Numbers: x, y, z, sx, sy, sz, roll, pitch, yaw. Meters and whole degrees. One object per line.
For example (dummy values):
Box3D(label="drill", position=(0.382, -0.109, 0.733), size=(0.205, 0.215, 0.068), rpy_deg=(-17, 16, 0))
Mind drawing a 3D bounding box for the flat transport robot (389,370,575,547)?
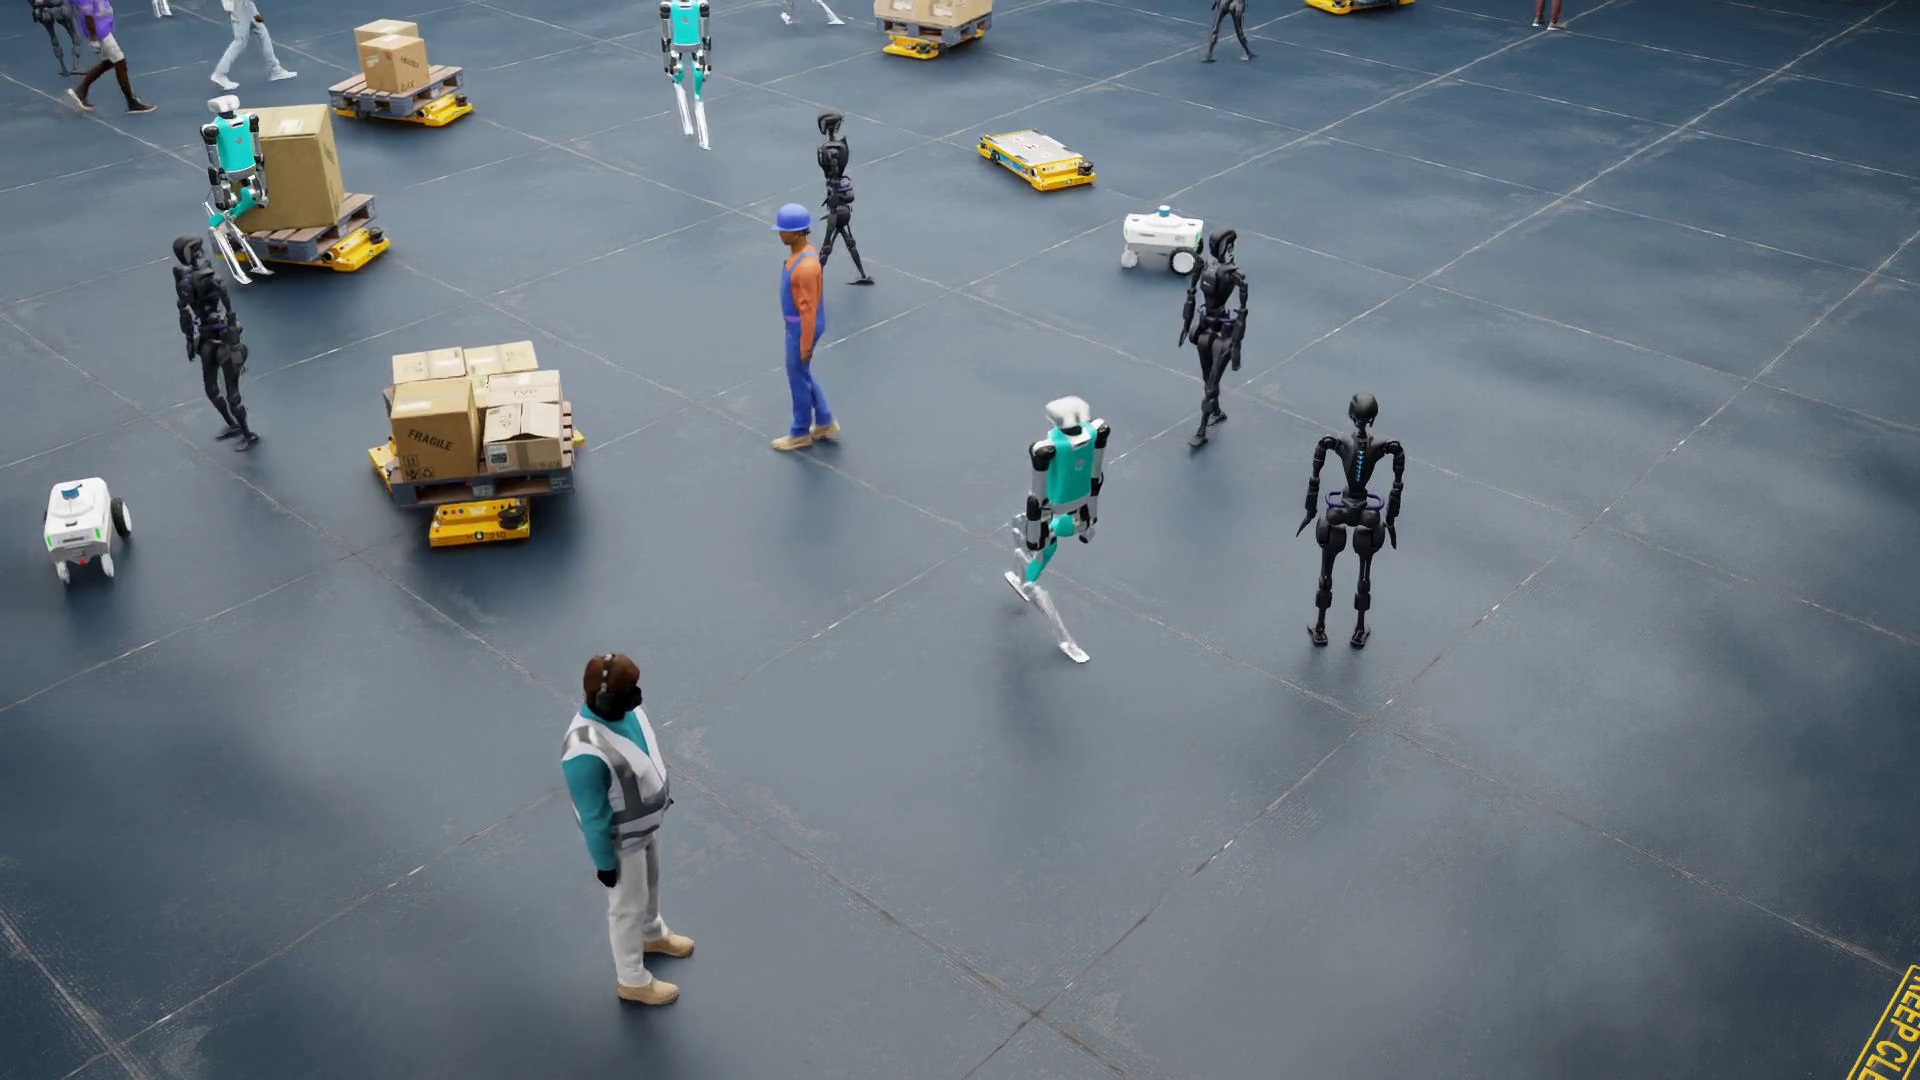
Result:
Box3D(label="flat transport robot", position=(-3.346, -0.423, 11.836), size=(0.659, 0.231, 1.431), rpy_deg=(-6, 32, -10))

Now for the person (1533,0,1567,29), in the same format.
Box3D(label="person", position=(8.002, -7.766, 22.196), size=(0.373, 1.809, 0.552), rpy_deg=(-20, 37, -29))

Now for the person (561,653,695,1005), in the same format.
Box3D(label="person", position=(-1.520, 1.290, 7.596), size=(0.429, 1.835, 0.644), rpy_deg=(5, 32, 8))

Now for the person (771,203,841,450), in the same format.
Box3D(label="person", position=(-1.152, -1.537, 12.086), size=(0.527, 1.902, 0.533), rpy_deg=(-6, 32, -10))

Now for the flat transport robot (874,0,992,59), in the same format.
Box3D(label="flat transport robot", position=(-0.330, -6.571, 21.735), size=(0.659, 0.231, 1.431), rpy_deg=(18, 36, 26))

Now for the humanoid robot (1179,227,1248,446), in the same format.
Box3D(label="humanoid robot", position=(1.847, -1.520, 12.281), size=(0.656, 1.636, 0.598), rpy_deg=(-25, 40, -35))

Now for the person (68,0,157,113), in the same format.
Box3D(label="person", position=(-9.854, -5.788, 18.899), size=(0.813, 1.938, 0.610), rpy_deg=(-14, 34, -21))

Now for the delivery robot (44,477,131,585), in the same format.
Box3D(label="delivery robot", position=(-5.847, -0.103, 11.065), size=(0.499, 0.611, 0.814), rpy_deg=(-11, 34, -18))

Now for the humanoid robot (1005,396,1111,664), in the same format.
Box3D(label="humanoid robot", position=(0.456, -0.166, 10.099), size=(0.546, 1.778, 1.051), rpy_deg=(-21, 37, -30))

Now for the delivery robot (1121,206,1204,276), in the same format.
Box3D(label="delivery robot", position=(1.901, -2.779, 15.368), size=(0.781, 0.605, 0.499), rpy_deg=(7, 33, 11))

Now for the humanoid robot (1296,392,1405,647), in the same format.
Box3D(label="humanoid robot", position=(2.343, -0.123, 10.002), size=(0.599, 1.659, 0.315), rpy_deg=(5, 32, 9))

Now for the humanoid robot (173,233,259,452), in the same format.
Box3D(label="humanoid robot", position=(-5.443, -1.450, 12.152), size=(0.583, 1.653, 0.328), rpy_deg=(14, 35, 22))

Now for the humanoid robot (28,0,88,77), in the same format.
Box3D(label="humanoid robot", position=(-11.067, -6.474, 20.251), size=(0.603, 1.646, 0.472), rpy_deg=(-1, 32, -2))

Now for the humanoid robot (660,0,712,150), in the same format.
Box3D(label="humanoid robot", position=(-2.977, -5.197, 18.151), size=(0.540, 1.794, 0.834), rpy_deg=(-7, 33, -11))

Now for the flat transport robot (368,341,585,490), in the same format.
Box3D(label="flat transport robot", position=(-3.582, -0.724, 12.319), size=(1.431, 0.231, 0.659), rpy_deg=(-18, 36, -27))

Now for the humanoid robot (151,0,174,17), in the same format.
Box3D(label="humanoid robot", position=(-11.025, -7.958, 22.633), size=(0.533, 1.833, 0.754), rpy_deg=(-22, 38, -31))

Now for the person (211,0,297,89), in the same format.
Box3D(label="person", position=(-8.653, -6.386, 19.914), size=(0.950, 1.878, 0.590), rpy_deg=(-15, 35, -23))

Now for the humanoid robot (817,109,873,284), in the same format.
Box3D(label="humanoid robot", position=(-1.138, -2.999, 14.676), size=(0.740, 1.627, 0.588), rpy_deg=(-5, 32, -7))

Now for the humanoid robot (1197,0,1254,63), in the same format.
Box3D(label="humanoid robot", position=(3.410, -6.788, 20.812), size=(0.782, 1.646, 0.585), rpy_deg=(-18, 36, -27))

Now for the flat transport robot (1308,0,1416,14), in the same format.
Box3D(label="flat transport robot", position=(5.692, -7.684, 23.527), size=(1.431, 0.231, 0.659), rpy_deg=(-16, 35, -24))

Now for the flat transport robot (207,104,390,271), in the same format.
Box3D(label="flat transport robot", position=(-6.192, -2.776, 15.624), size=(1.431, 0.231, 0.659), rpy_deg=(7, 33, 11))

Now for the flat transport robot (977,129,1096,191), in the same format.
Box3D(label="flat transport robot", position=(0.799, -4.057, 17.687), size=(0.659, 0.231, 1.431), rpy_deg=(-15, 35, -23))

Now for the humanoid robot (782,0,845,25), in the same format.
Box3D(label="humanoid robot", position=(-2.059, -7.773, 22.352), size=(0.979, 1.811, 0.539), rpy_deg=(7, 33, 12))

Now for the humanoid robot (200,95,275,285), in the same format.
Box3D(label="humanoid robot", position=(-6.452, -3.115, 14.651), size=(0.735, 1.677, 0.533), rpy_deg=(19, 37, 28))

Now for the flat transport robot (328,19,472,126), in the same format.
Box3D(label="flat transport robot", position=(-6.462, -5.043, 19.275), size=(1.431, 0.231, 0.659), rpy_deg=(10, 33, 15))
